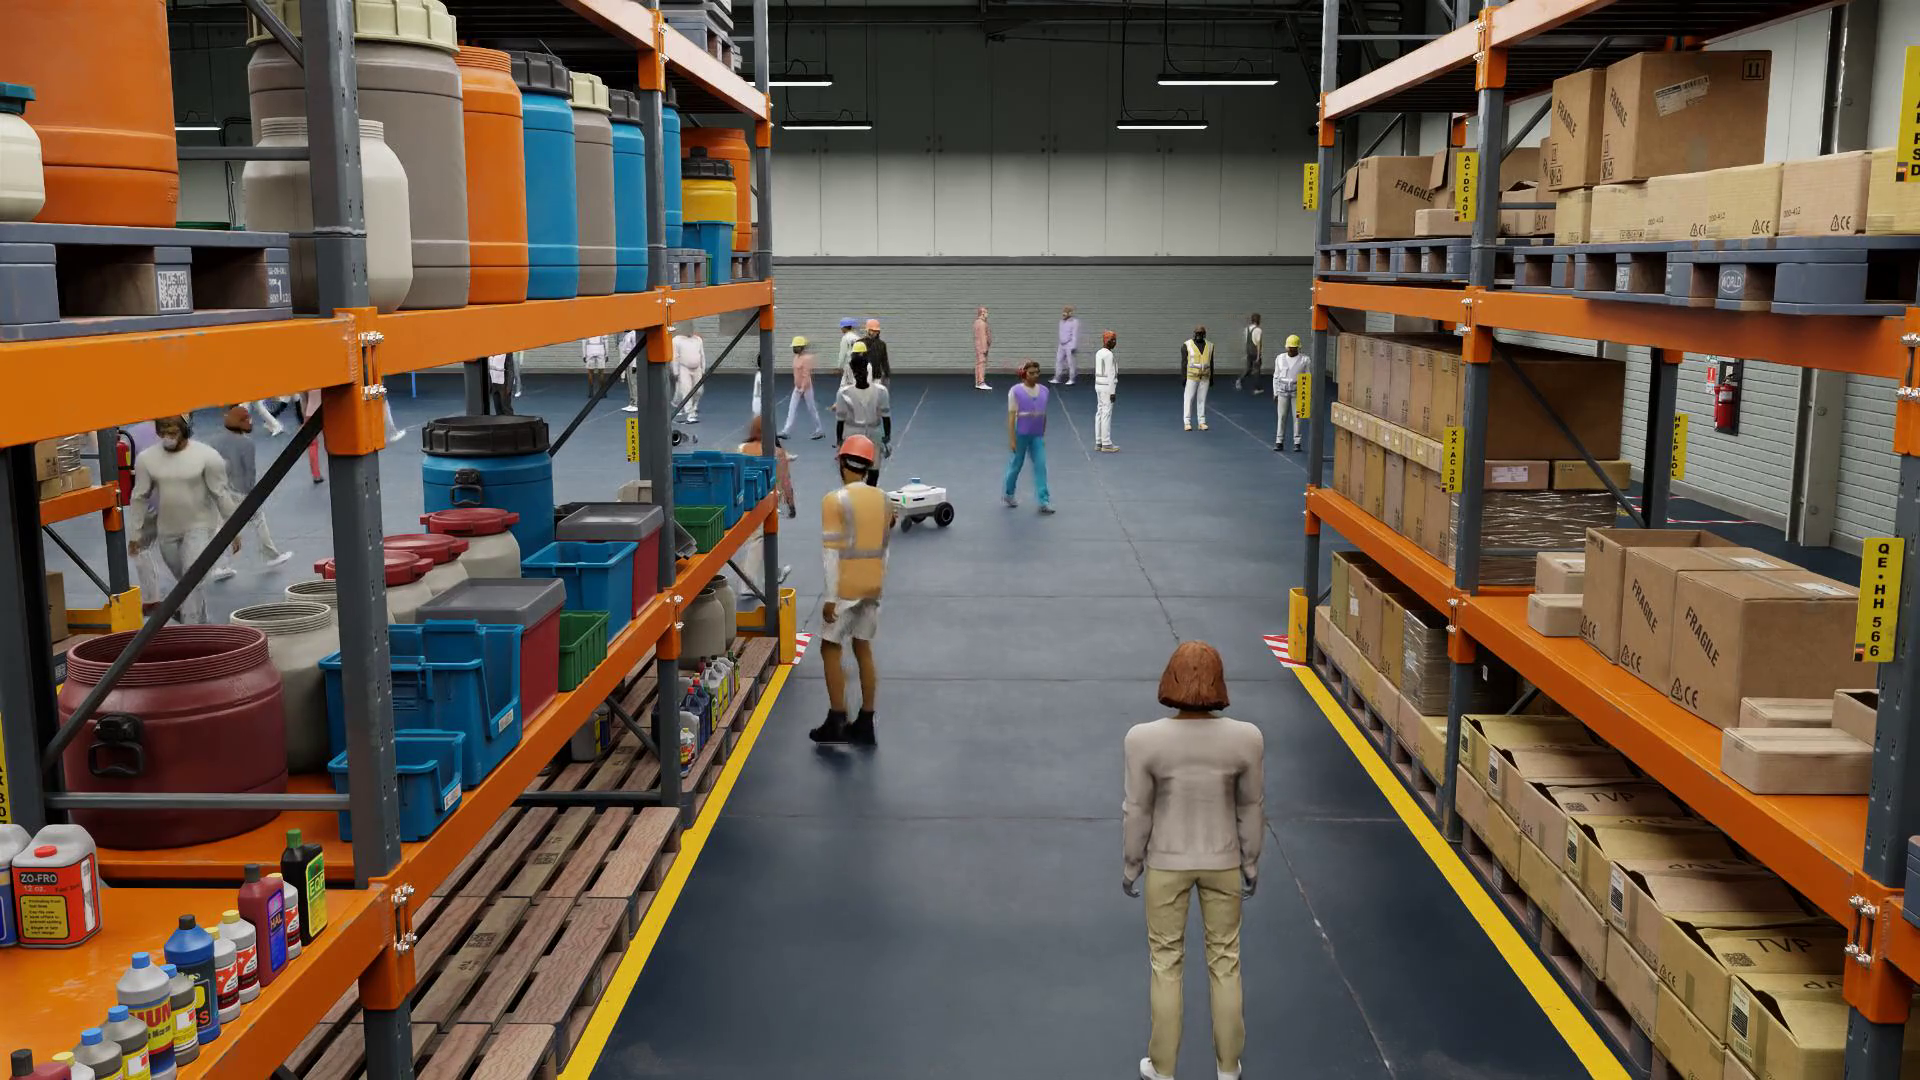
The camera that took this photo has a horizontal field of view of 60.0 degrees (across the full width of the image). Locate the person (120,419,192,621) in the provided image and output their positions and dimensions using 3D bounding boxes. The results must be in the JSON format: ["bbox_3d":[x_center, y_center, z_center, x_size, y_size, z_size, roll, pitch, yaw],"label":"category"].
[{"bbox_3d":[-6.619,-0.283,13.718,0.692,1.917,0.628,7,12,36],"label":"person"}]

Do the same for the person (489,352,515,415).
[{"bbox_3d":[-7.481,-2.528,27.158,0.597,1.915,0.371,8,13,41],"label":"person"}]

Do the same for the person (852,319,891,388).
[{"bbox_3d":[-1.483,-2.804,28.602,0.653,1.979,0.573,-5,11,-27],"label":"person"}]

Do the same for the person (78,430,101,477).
[{"bbox_3d":[-10.534,-1.363,20.063,0.624,1.939,1.031,-9,13,-44],"label":"person"}]

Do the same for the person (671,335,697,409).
[{"bbox_3d":[-5.524,-3.385,33.254,0.524,1.588,0.885,-7,12,-35],"label":"person"}]

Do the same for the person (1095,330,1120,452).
[{"bbox_3d":[2.307,-2.345,26.154,0.355,1.887,0.573,-3,10,-16],"label":"person"}]

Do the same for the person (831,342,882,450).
[{"bbox_3d":[-1.567,-2.205,25.785,0.900,1.712,0.545,-7,12,-37],"label":"person"}]

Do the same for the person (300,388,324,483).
[{"bbox_3d":[-8.618,-1.668,22.530,0.548,1.728,0.832,0,9,0],"label":"person"}]

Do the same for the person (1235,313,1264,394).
[{"bbox_3d":[6.547,-4.182,37.339,0.722,1.830,0.527,-6,11,-34],"label":"person"}]

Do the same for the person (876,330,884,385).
[{"bbox_3d":[-1.758,-3.320,32.611,0.548,1.673,0.625,4,10,22],"label":"person"}]

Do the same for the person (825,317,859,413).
[{"bbox_3d":[-2.113,-3.390,32.415,1.055,1.898,0.608,2,10,14],"label":"person"}]

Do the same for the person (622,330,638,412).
[{"bbox_3d":[-6.541,-3.508,33.002,0.375,1.922,0.594,-5,11,-26],"label":"person"}]

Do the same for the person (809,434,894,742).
[{"bbox_3d":[-0.657,0.295,10.332,0.490,1.888,0.600,9,13,43],"label":"person"}]

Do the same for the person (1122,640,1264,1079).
[{"bbox_3d":[0.818,1.162,5.901,0.501,1.633,0.282,0,9,-1],"label":"person"}]

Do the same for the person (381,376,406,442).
[{"bbox_3d":[-9.459,-2.465,27.051,0.555,1.822,0.941,3,10,19],"label":"person"}]

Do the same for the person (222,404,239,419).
[{"bbox_3d":[-13.409,-3.118,30.449,0.930,2.000,0.706,4,10,21],"label":"person"}]

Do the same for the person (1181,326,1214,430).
[{"bbox_3d":[4.209,-2.866,29.427,0.619,1.839,0.430,-3,10,-15],"label":"person"}]

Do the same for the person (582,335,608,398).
[{"bbox_3d":[-7.984,-4.087,36.434,0.551,1.935,0.373,-2,10,-10],"label":"person"}]

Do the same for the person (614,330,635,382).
[{"bbox_3d":[-8.255,-4.881,41.207,0.627,1.934,0.371,-1,9,-3],"label":"person"}]

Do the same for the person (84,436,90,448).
[{"bbox_3d":[-13.814,-2.302,25.770,0.601,1.928,0.618,-9,13,-43],"label":"person"}]

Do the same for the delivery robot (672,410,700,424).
[{"bbox_3d":[-4.607,-2.016,27.234,0.698,0.223,0.335,-9,13,-42],"label":"delivery robot"}]

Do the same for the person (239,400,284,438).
[{"bbox_3d":[-11.854,-2.494,27.915,0.859,1.599,0.502,-3,10,-18],"label":"person"}]

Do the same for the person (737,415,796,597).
[{"bbox_3d":[-1.719,-0.321,14.887,0.545,1.587,0.861,6,11,31],"label":"person"}]

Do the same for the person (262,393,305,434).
[{"bbox_3d":[-11.657,-2.659,28.732,0.868,1.658,0.529,-4,10,-24],"label":"person"}]

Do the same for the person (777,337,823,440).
[{"bbox_3d":[-2.660,-2.517,27.675,0.899,1.717,0.539,-7,12,-36],"label":"person"}]

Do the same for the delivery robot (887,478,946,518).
[{"bbox_3d":[-0.492,-0.457,18.669,0.477,0.478,0.707,9,13,44],"label":"delivery robot"}]

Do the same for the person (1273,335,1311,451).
[{"bbox_3d":[5.210,-2.314,26.163,0.589,1.822,0.403,3,10,20],"label":"person"}]

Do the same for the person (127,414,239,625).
[{"bbox_3d":[-5.796,-0.037,12.354,0.714,1.867,1.028,0,9,0],"label":"person"}]

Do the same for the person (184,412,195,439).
[{"bbox_3d":[-9.902,-1.486,21.102,0.498,1.861,0.328,5,11,27],"label":"person"}]

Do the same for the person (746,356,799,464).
[{"bbox_3d":[-2.791,-1.878,24.045,0.889,1.640,0.548,-2,10,-14],"label":"person"}]

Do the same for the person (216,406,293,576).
[{"bbox_3d":[-6.805,-0.475,15.822,0.515,1.587,0.843,4,10,22],"label":"person"}]

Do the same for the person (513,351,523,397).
[{"bbox_3d":[-9.812,-3.905,36.380,0.530,1.583,0.884,-1,9,-3],"label":"person"}]

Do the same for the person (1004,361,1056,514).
[{"bbox_3d":[0.804,-1.250,19.879,0.587,1.801,0.985,-5,11,-28],"label":"person"}]

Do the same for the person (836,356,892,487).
[{"bbox_3d":[-1.113,-1.141,18.859,0.627,1.929,0.712,-3,10,-15],"label":"person"}]

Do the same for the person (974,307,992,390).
[{"bbox_3d":[0.540,-4.481,38.872,0.408,1.913,0.642,-2,10,-13],"label":"person"}]

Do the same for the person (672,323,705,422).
[{"bbox_3d":[-5.036,-3.156,30.985,0.667,1.894,0.625,-7,12,-35],"label":"person"}]

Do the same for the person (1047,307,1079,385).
[{"bbox_3d":[2.492,-4.662,40.020,0.766,1.881,0.677,-8,12,-39],"label":"person"}]
